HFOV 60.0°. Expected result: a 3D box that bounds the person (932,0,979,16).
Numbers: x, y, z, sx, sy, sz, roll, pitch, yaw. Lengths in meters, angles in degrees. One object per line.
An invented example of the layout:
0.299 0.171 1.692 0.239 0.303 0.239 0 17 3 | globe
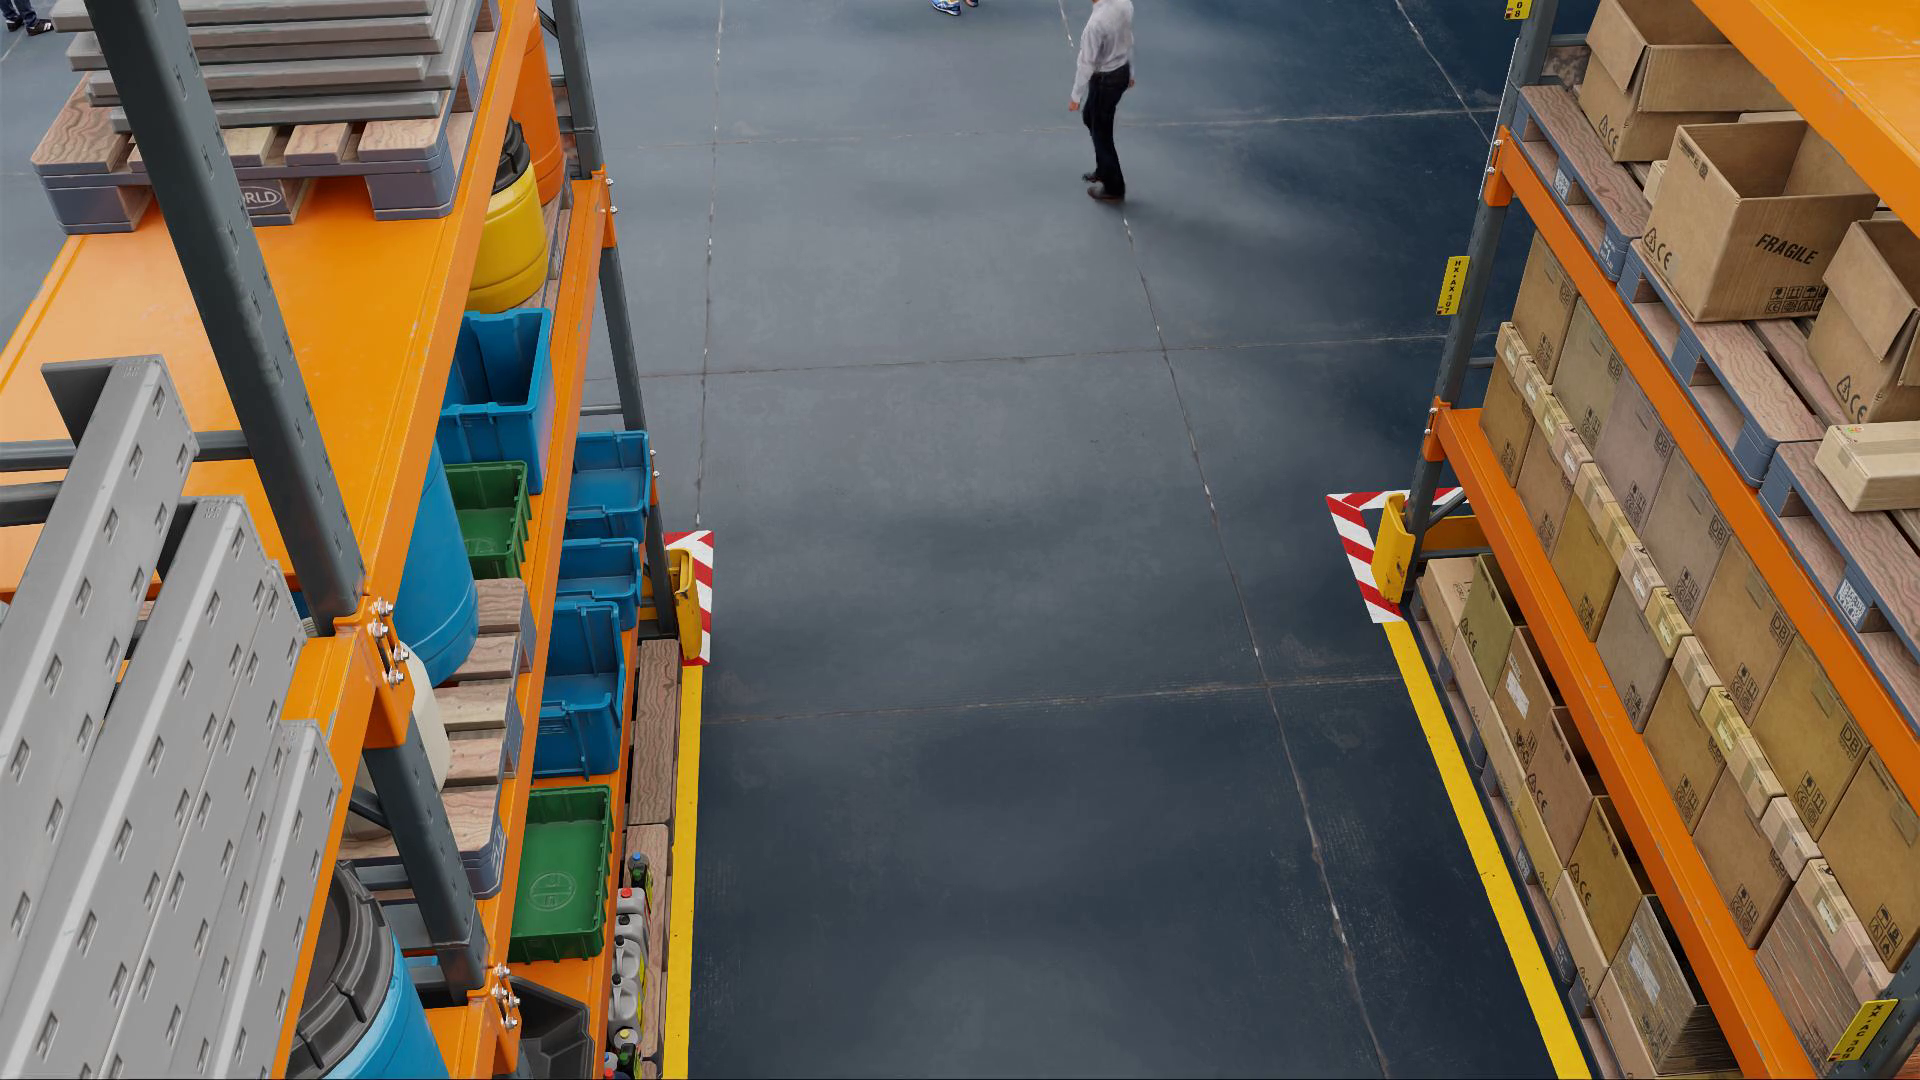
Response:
-0.006 -5.417 14.099 0.706 1.869 0.746 -32 51 -30 | person

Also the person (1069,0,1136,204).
1.107 -3.187 11.700 0.887 1.794 0.803 20 46 21 | person
